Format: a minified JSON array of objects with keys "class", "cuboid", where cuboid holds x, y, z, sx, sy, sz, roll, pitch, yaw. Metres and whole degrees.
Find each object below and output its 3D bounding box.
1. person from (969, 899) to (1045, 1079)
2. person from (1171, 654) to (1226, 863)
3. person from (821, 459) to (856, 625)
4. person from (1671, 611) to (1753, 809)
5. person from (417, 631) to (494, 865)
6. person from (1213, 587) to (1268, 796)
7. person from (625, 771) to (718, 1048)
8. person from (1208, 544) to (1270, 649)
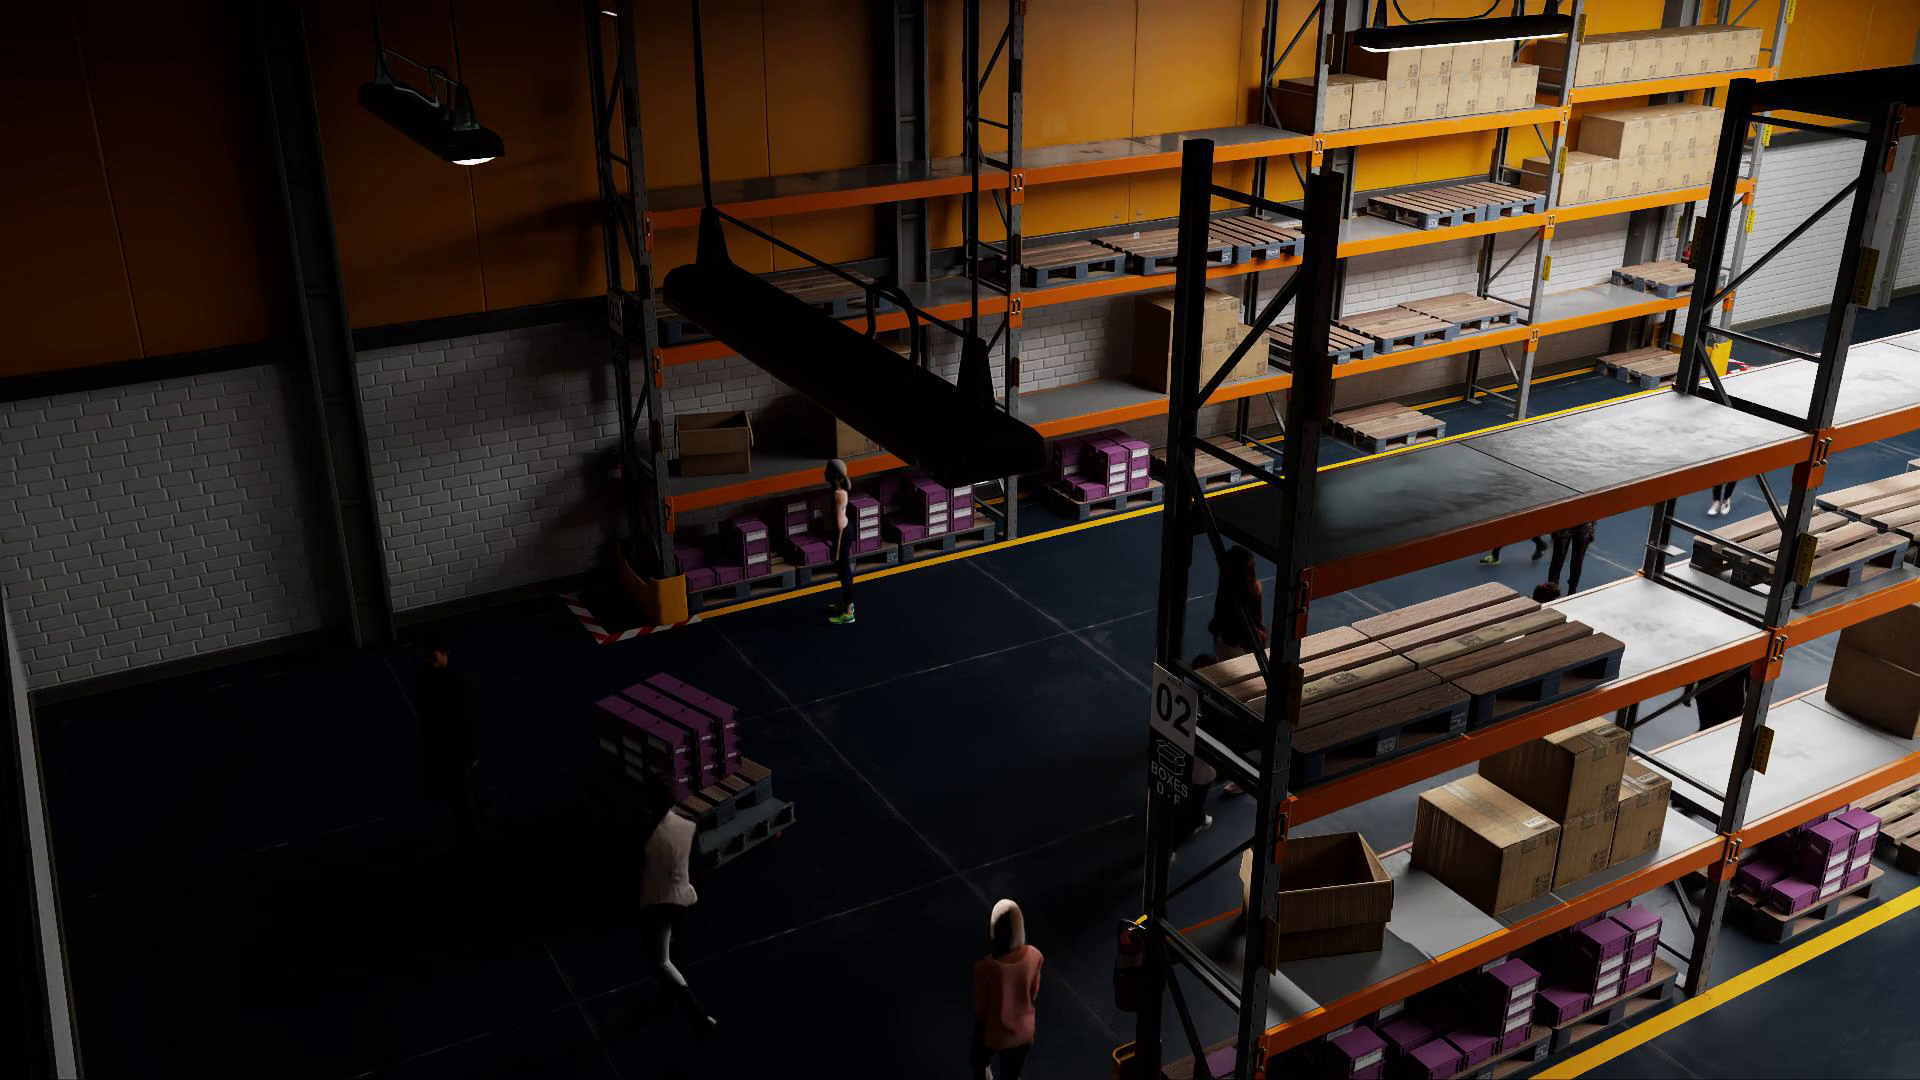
[{"class":"person","cuboid":[0.304,2.911,9.744,0.598,1.713,0.708,-8,25,-18]},{"class":"person","cuboid":[1.745,1.681,12.629,0.862,1.656,1.149,20,31,38]},{"class":"person","cuboid":[-1.170,0.000,16.417,0.693,1.701,0.681,0,24,-1]},{"class":"person","cuboid":[6.005,1.317,13.280,1.178,1.800,0.693,-15,28,-30]},{"class":"person","cuboid":[-3.815,1.519,12.665,0.895,1.923,0.962,13,27,28]},{"class":"person","cuboid":[2.278,1.204,13.528,0.658,1.808,0.688,-8,25,-17]},{"class":"person","cuboid":[-1.858,2.399,10.717,0.945,1.870,1.133,21,31,40]},{"class":"person","cuboid":[2.372,0.871,14.446,1.193,1.684,0.814,-19,30,-36]}]
